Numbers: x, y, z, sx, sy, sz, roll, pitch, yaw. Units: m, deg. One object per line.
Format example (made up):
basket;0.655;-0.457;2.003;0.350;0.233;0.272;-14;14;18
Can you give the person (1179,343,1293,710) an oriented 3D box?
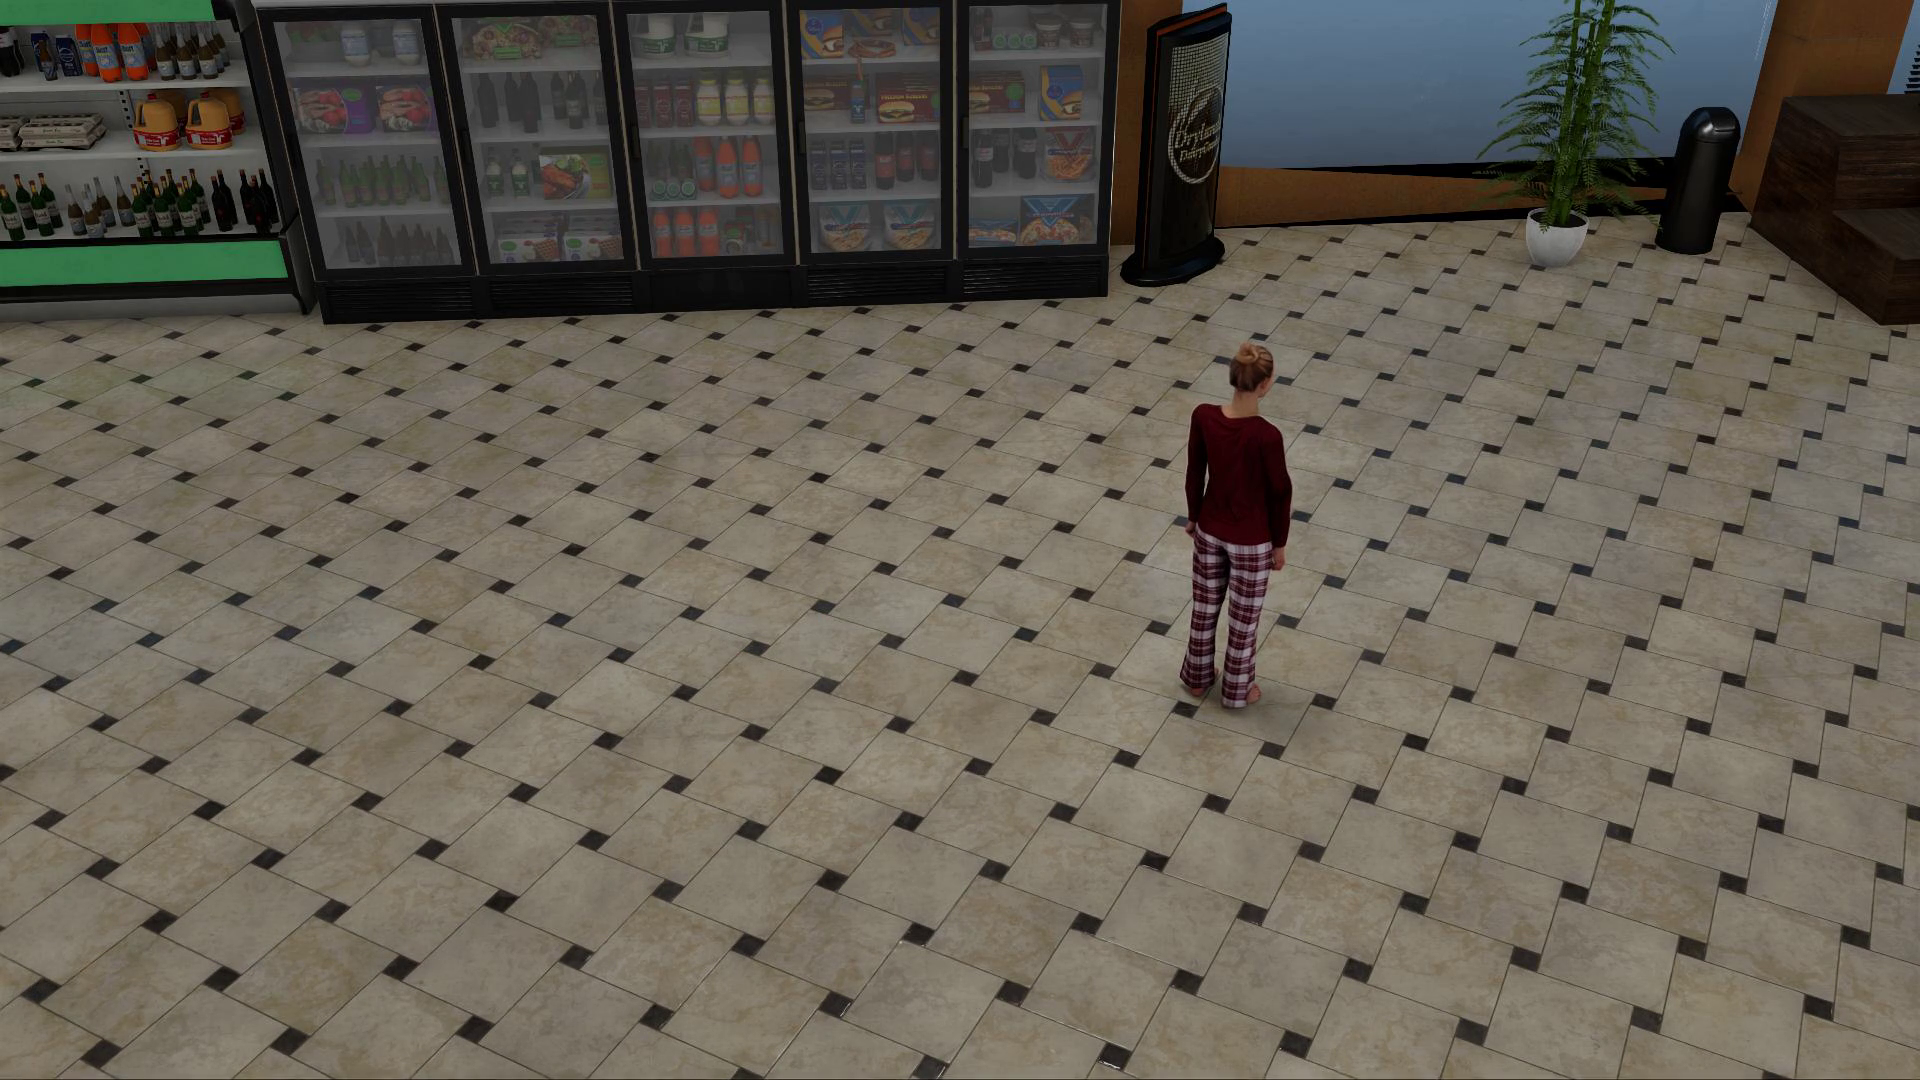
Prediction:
person;1.148;-0.051;6.946;0.661;1.710;0.733;22;38;31
